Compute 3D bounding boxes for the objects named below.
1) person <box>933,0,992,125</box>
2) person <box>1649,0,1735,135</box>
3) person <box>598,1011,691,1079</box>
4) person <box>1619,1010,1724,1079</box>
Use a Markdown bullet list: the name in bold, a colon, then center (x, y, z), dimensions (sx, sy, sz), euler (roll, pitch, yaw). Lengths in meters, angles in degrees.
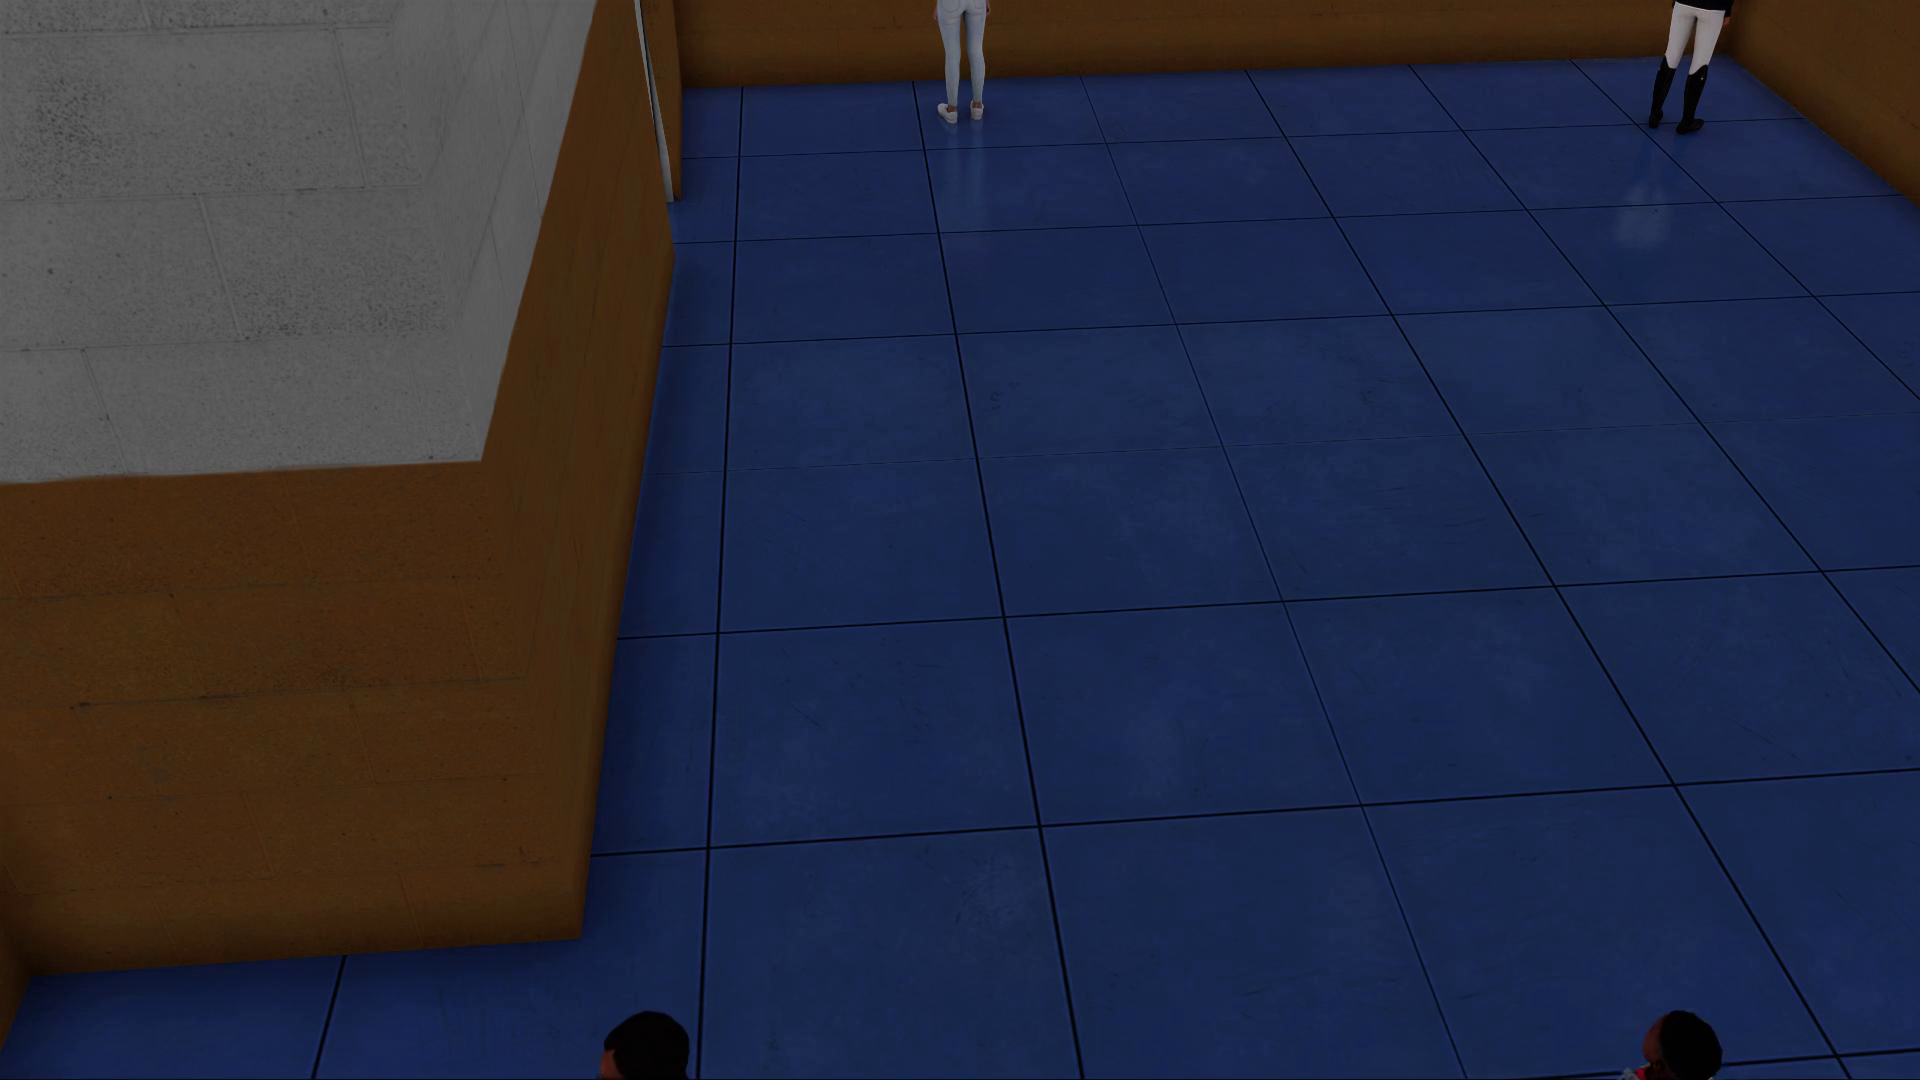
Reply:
- **person**: center (0.018, -3.880, 11.987), dimensions (0.542, 1.751, 0.674), euler (-9, 38, -11)
- **person**: center (5.267, -3.772, 11.848), dimensions (0.660, 1.729, 0.720), euler (27, 45, 31)
- **person**: center (-0.769, 1.834, 4.382), dimensions (0.663, 1.742, 0.711), euler (30, 46, 33)
- **person**: center (1.956, 1.833, 4.792), dimensions (0.715, 1.251, 0.662), euler (-13, 39, -17)
